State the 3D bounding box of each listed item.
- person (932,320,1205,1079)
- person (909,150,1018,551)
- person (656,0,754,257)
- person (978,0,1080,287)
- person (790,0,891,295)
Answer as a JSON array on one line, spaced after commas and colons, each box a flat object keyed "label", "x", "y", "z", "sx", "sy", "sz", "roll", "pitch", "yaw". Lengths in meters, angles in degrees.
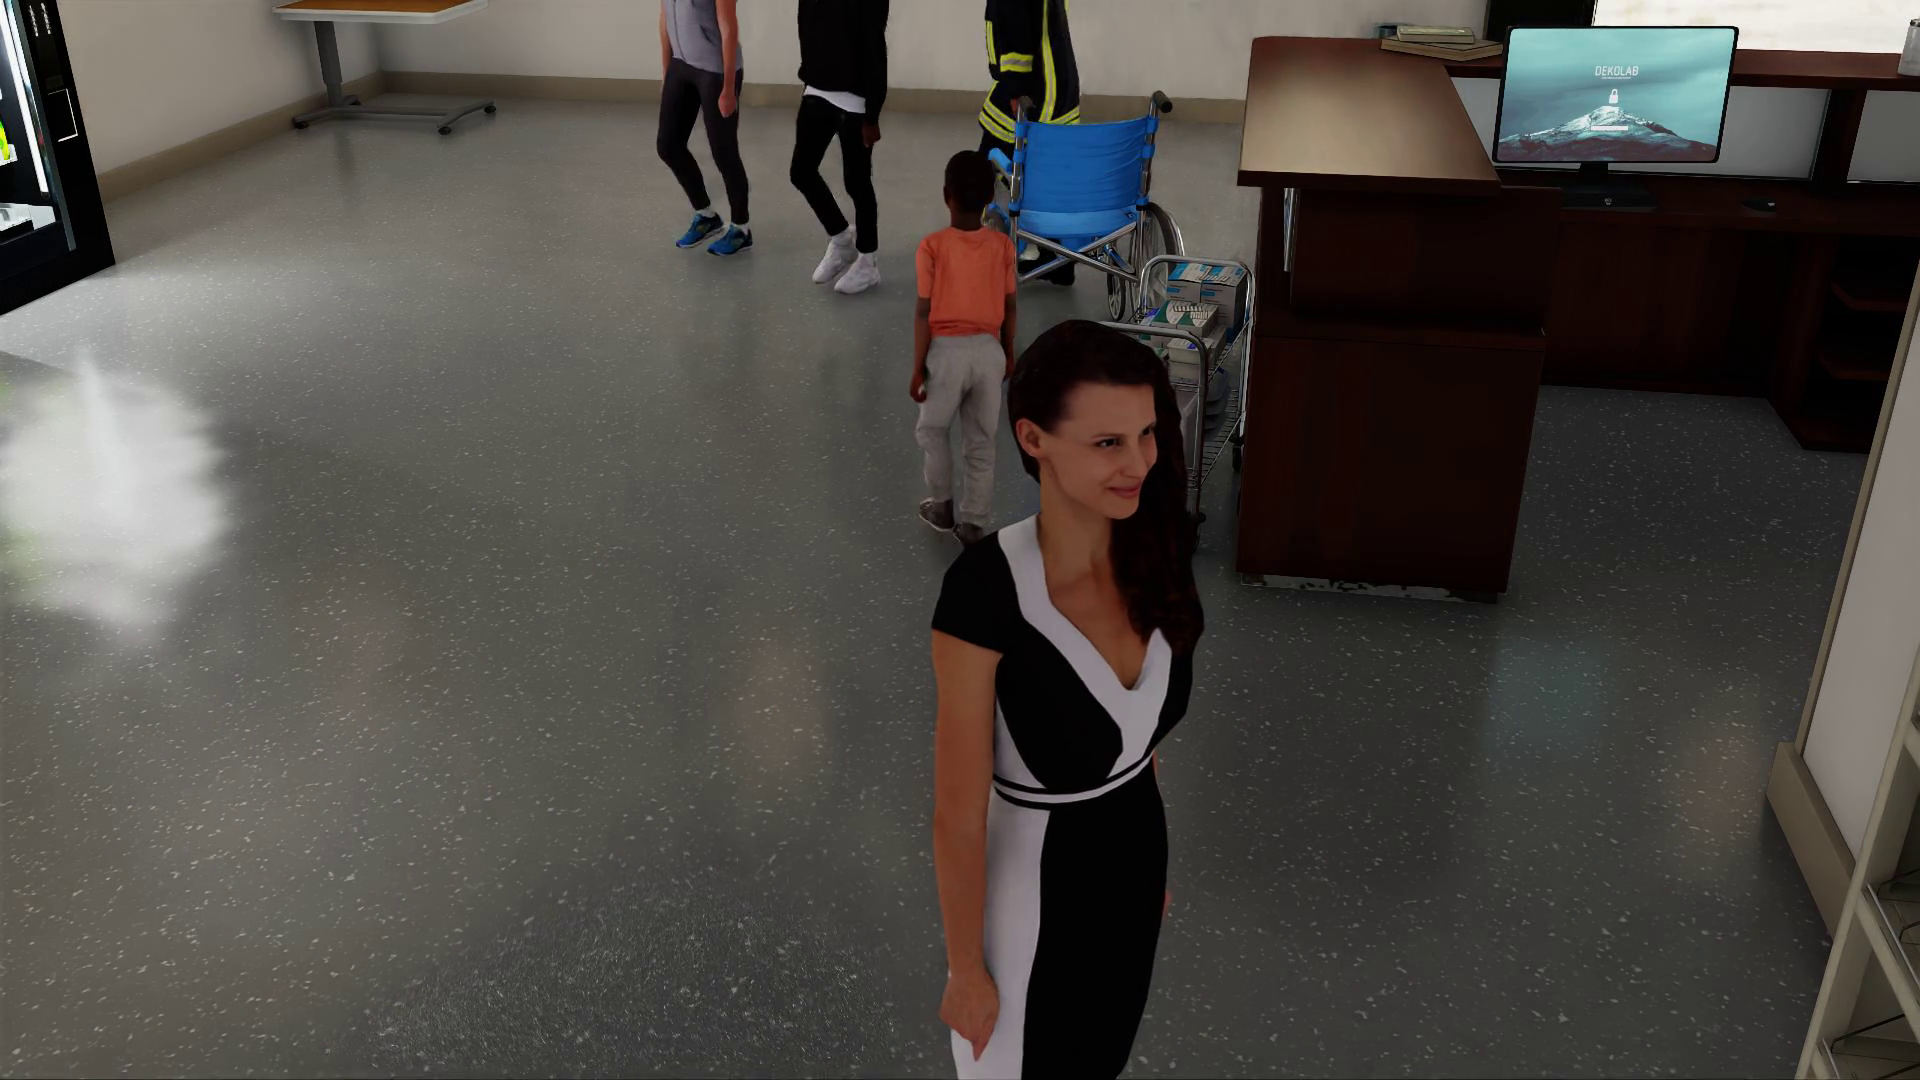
[{"label": "person", "x": 0.137, "y": 0.546, "z": 2.377, "sx": 0.626, "sy": 1.795, "sz": 0.721, "roll": -23, "pitch": 34, "yaw": -39}, {"label": "person", "x": 0.021, "y": -0.547, "z": 5.214, "sx": 0.621, "sy": 1.301, "sz": 0.697, "roll": -5, "pitch": 26, "yaw": -9}, {"label": "person", "x": -1.207, "y": -2.316, "z": 8.308, "sx": 0.870, "sy": 1.799, "sz": 0.866, "roll": 20, "pitch": 32, "yaw": 35}, {"label": "person", "x": 0.422, "y": -2.115, "z": 7.805, "sx": 0.973, "sy": 1.874, "sz": 0.945, "roll": 10, "pitch": 27, "yaw": 20}, {"label": "person", "x": -0.492, "y": -2.064, "z": 7.778, "sx": 0.794, "sy": 1.805, "sz": 0.802, "roll": 17, "pitch": 31, "yaw": 31}]
